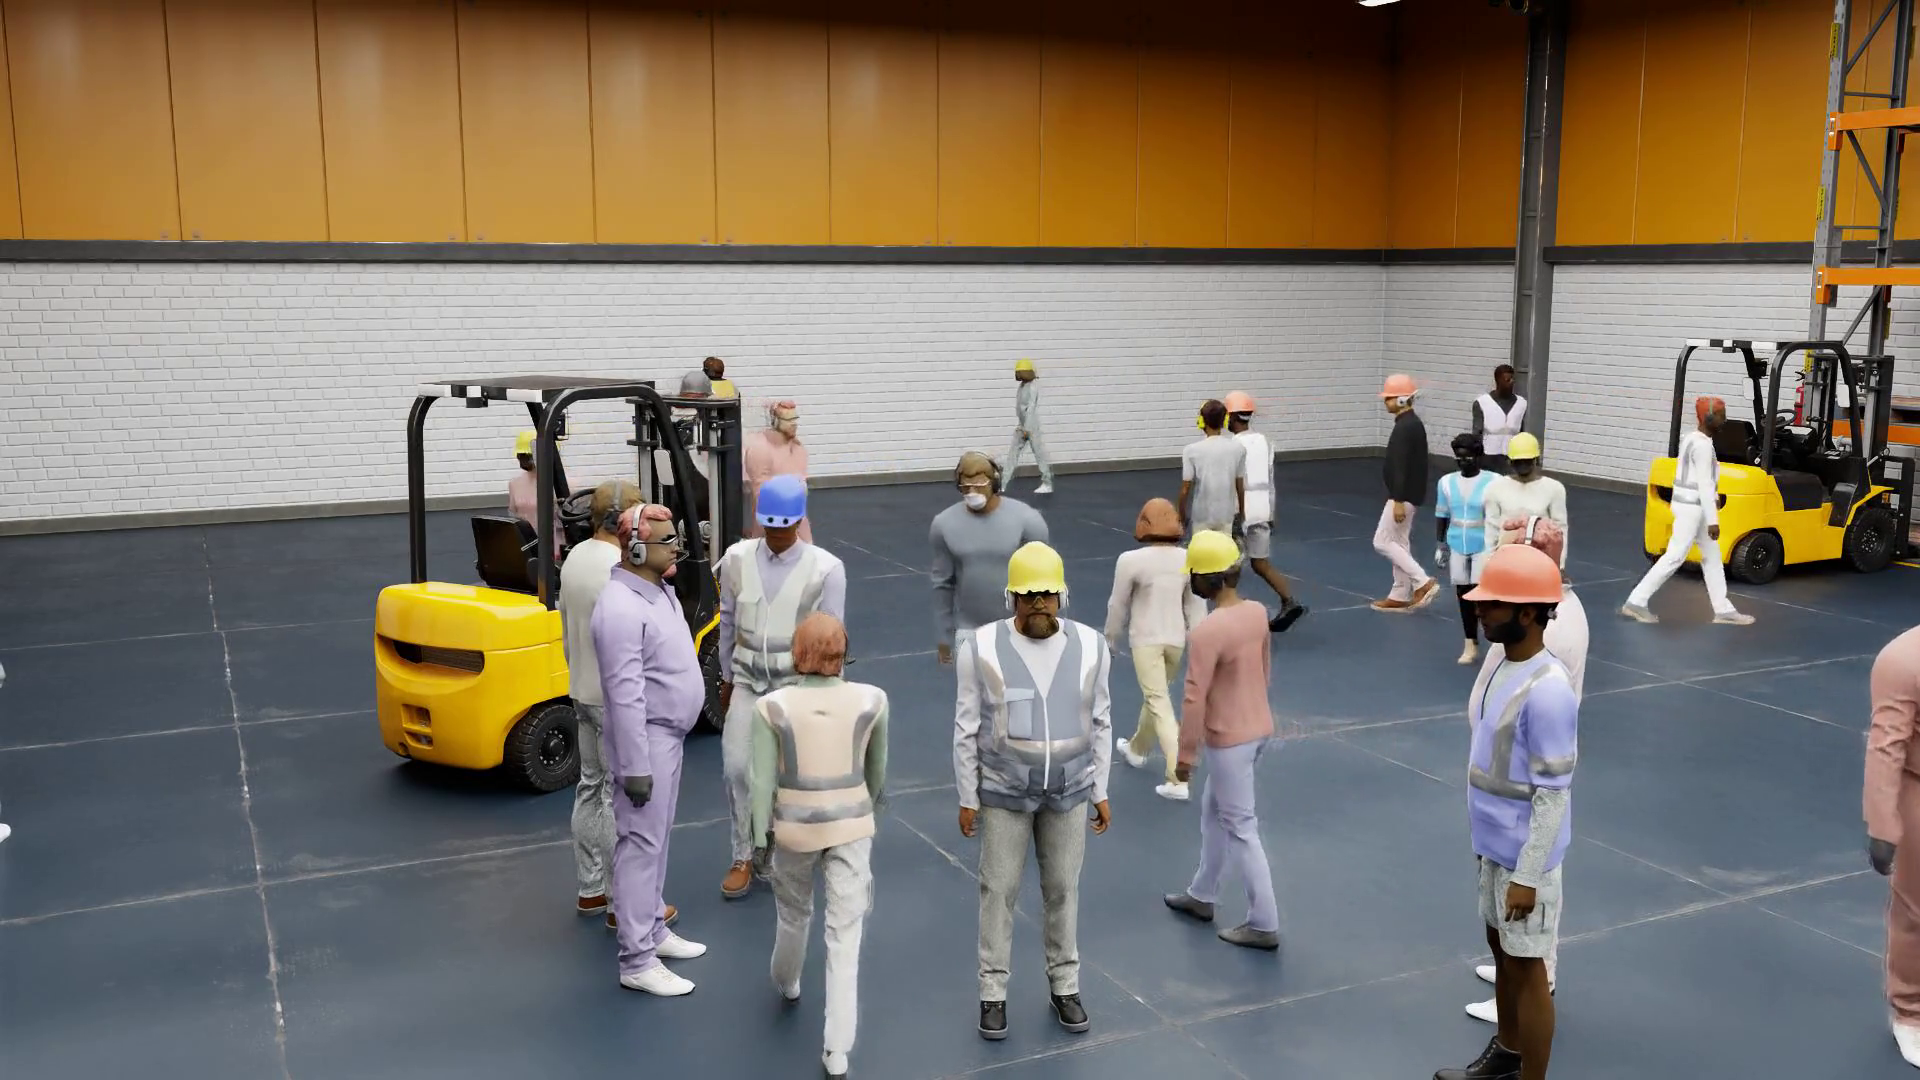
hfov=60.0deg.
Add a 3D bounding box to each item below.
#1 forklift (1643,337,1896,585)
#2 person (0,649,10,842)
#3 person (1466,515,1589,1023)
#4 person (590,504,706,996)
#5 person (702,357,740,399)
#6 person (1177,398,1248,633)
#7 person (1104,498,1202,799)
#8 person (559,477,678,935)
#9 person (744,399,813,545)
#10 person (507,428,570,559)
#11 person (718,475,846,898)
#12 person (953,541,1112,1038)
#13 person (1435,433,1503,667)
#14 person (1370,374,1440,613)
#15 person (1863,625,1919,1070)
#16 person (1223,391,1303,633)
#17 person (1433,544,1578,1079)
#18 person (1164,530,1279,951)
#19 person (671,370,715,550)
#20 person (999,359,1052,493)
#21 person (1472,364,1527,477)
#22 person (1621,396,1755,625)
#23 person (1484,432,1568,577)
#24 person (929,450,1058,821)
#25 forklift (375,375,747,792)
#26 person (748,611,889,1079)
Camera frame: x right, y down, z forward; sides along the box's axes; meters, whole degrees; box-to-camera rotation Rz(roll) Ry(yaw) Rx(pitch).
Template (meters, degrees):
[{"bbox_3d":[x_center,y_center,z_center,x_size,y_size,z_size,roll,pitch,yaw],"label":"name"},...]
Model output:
[{"bbox_3d":[7.551,-0.789,15.507,2.313,2.155,1.214,-4,10,-25],"label":"forklift"},{"bbox_3d":[-4.880,0.586,7.976,0.513,1.872,0.328,-5,11,-30],"label":"person"},{"bbox_3d":[2.103,0.851,6.224,0.403,1.906,0.652,4,10,24],"label":"person"},{"bbox_3d":[-1.201,0.803,6.519,0.408,1.908,0.645,0,9,0],"label":"person"},{"bbox_3d":[-2.770,-1.144,18.787,0.429,1.845,0.633,7,12,38],"label":"person"},{"bbox_3d":[1.908,-0.133,12.515,0.540,1.848,0.482,-1,9,-7],"label":"person"},{"bbox_3d":[1.051,0.562,9.042,0.503,1.577,0.899,-4,10,-25],"label":"person"},{"bbox_3d":[-1.475,0.698,7.082,0.352,1.933,0.635,-7,11,-36],"label":"person"},{"bbox_3d":[-1.391,-0.151,12.604,1.007,1.860,0.629,8,12,40],"label":"person"},{"bbox_3d":[-2.868,0.078,11.552,0.532,1.741,0.778,5,10,27],"label":"person"},{"bbox_3d":[-0.817,0.659,7.375,0.624,1.913,0.644,2,9,14],"label":"person"},{"bbox_3d":[0.274,0.908,6.092,0.598,1.832,0.404,-2,9,-10],"label":"person"},{"bbox_3d":[3.607,0.074,11.746,0.562,1.668,0.394,9,13,43],"label":"person"},{"bbox_3d":[3.605,-0.361,13.522,0.487,1.974,0.643,4,10,21],"label":"person"},{"bbox_3d":[3.410,0.968,5.570,0.684,1.872,0.858,1,9,8],"label":"person"},{"bbox_3d":[2.275,-0.187,12.712,0.570,1.897,0.803,-7,11,-35],"label":"person"},{"bbox_3d":[1.772,0.971,5.372,0.362,1.939,0.542,1,9,4],"label":"person"},{"bbox_3d":[1.064,0.818,6.951,0.741,1.731,0.549,7,12,39],"label":"person"},{"bbox_3d":[-2.078,-0.366,13.358,0.699,2.000,0.666,4,10,21],"label":"person"},{"bbox_3d":[0.782,-1.420,20.937,0.894,1.695,0.506,-4,10,-23],"label":"person"},{"bbox_3d":[5.467,-0.856,16.939,0.608,1.869,0.998,-2,9,-9],"label":"person"},{"bbox_3d":[5.775,-0.226,13.164,0.994,1.838,0.578,3,10,18],"label":"person"},{"bbox_3d":[3.784,0.136,11.165,0.525,1.747,0.447,5,11,30],"label":"person"},{"bbox_3d":[0.190,0.470,8.560,0.679,1.913,0.566,4,10,21],"label":"person"},{"bbox_3d":[-2.268,0.149,9.685,1.214,2.155,2.313,6,11,32],"label":"forklift"},{"bbox_3d":[-0.508,1.046,5.991,0.503,1.587,0.901,-1,9,-8],"label":"person"}]
